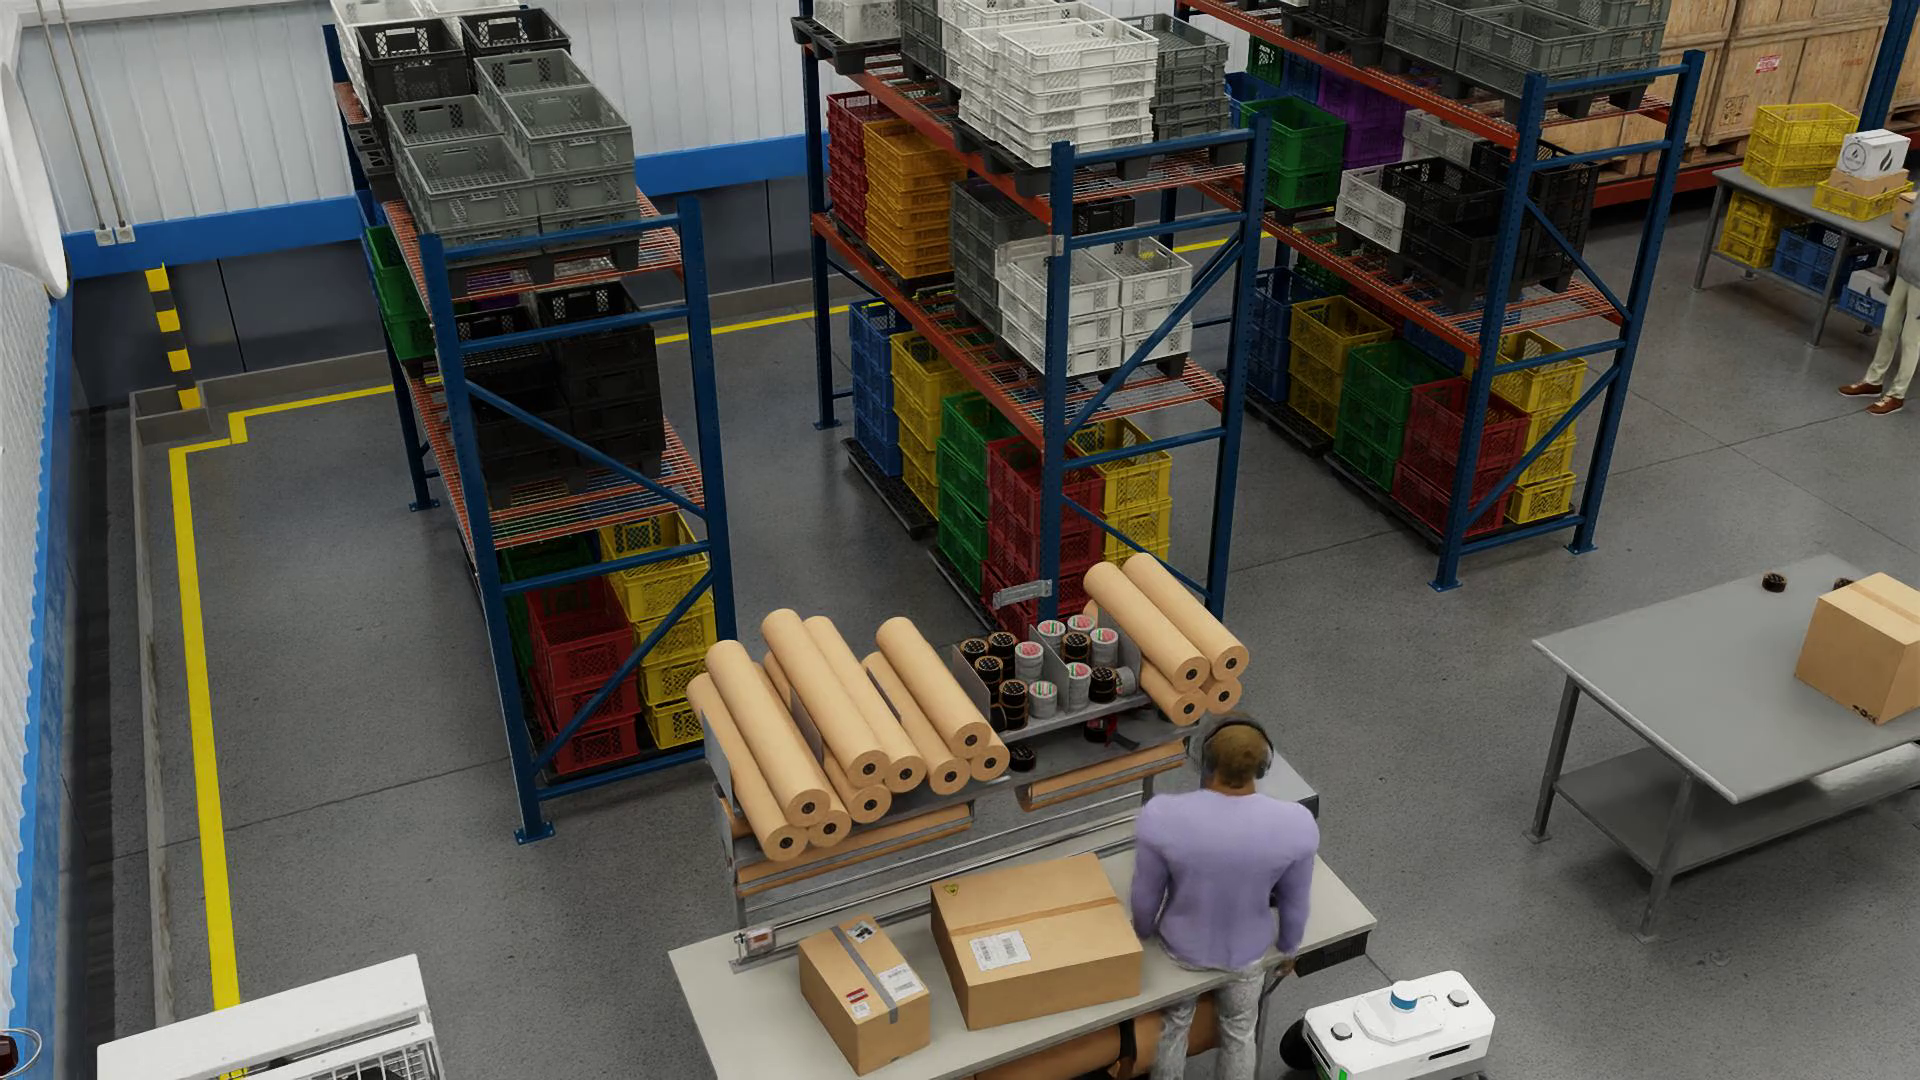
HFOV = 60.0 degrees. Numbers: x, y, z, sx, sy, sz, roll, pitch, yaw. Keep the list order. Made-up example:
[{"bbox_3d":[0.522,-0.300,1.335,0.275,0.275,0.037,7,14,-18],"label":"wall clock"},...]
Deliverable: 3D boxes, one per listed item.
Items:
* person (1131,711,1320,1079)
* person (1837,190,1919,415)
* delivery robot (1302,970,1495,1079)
[{"bbox_3d":[0.933,1.443,6.034,0.637,1.931,0.384,2,32,4],"label":"person"},{"bbox_3d":[6.460,-1.745,11.263,0.335,1.873,0.519,-4,32,-7],"label":"person"},{"bbox_3d":[1.702,1.921,6.470,0.707,0.478,0.477,-10,33,-16],"label":"delivery robot"}]
